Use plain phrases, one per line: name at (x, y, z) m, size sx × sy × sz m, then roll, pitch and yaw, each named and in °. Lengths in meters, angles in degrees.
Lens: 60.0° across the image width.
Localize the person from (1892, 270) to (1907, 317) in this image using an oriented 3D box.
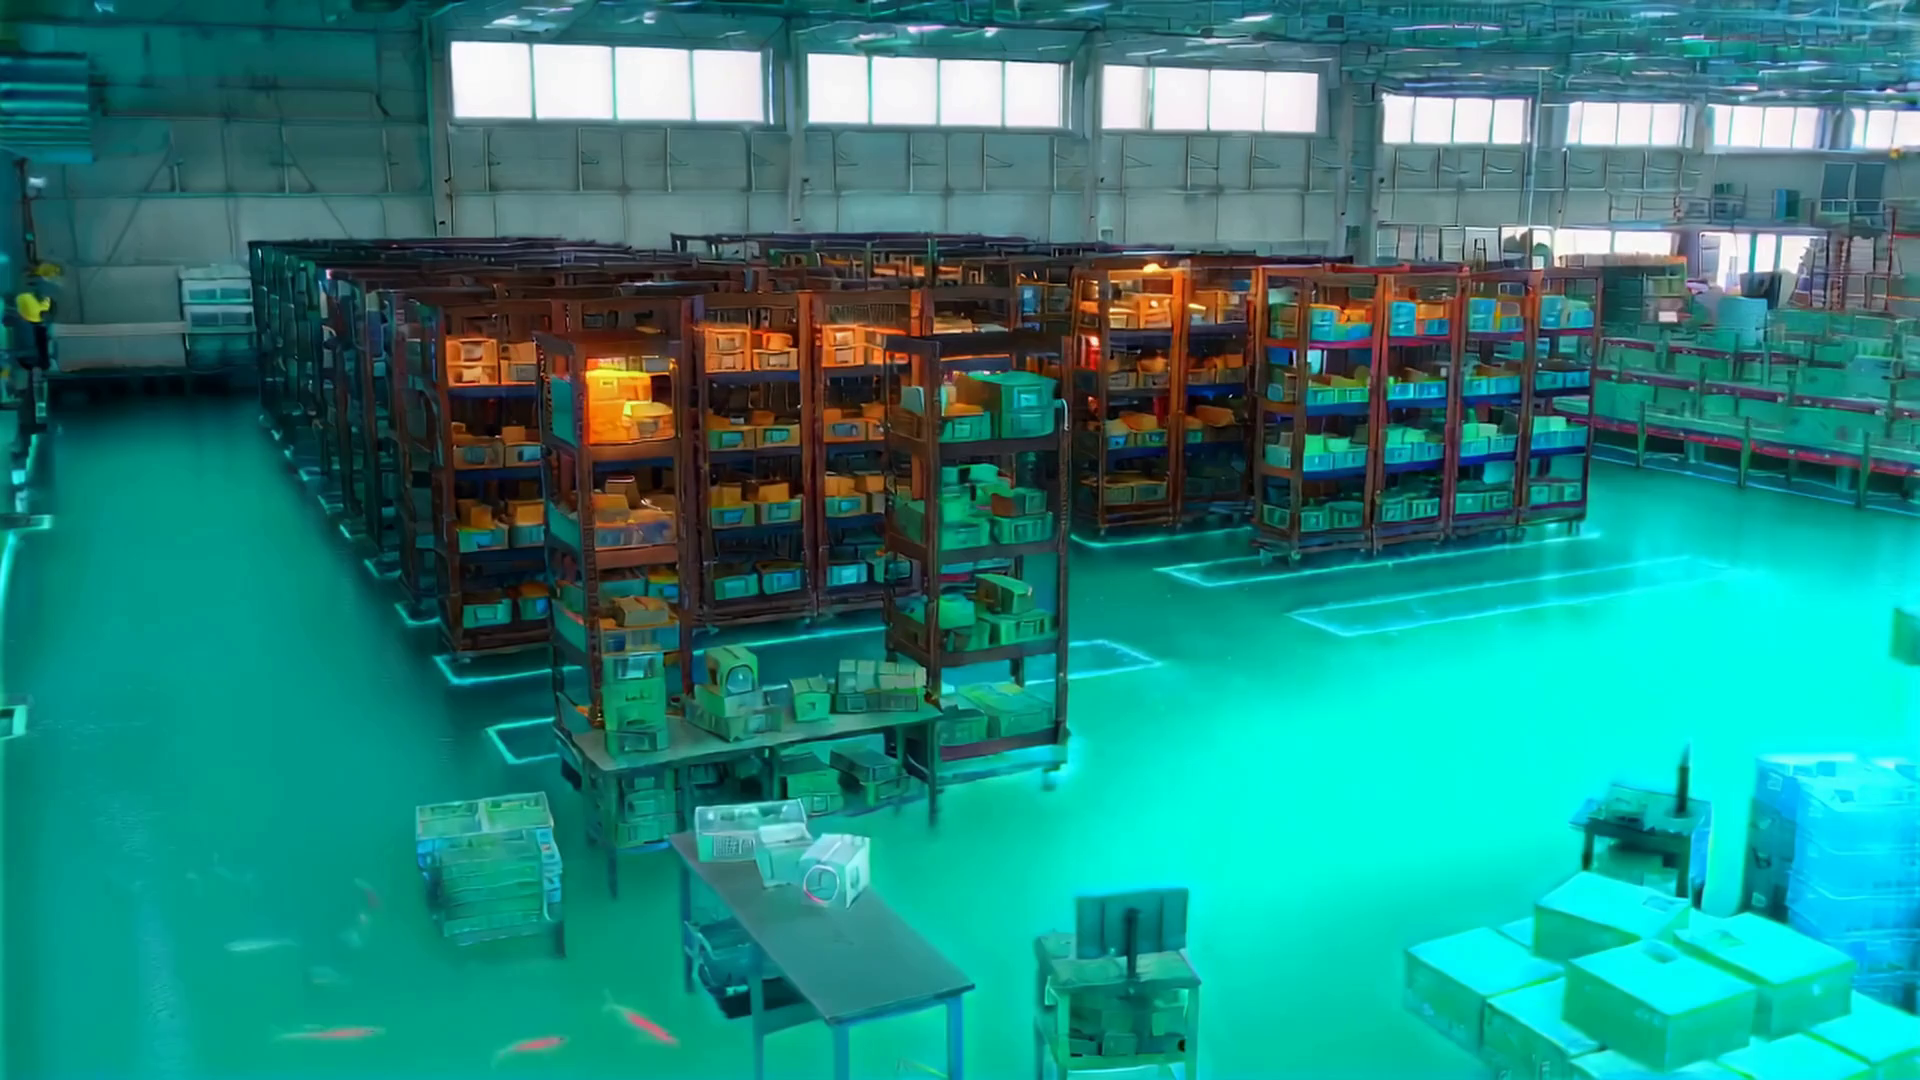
person at (33.189, -8.657, 58.717) m, size 0.492 × 1.721 × 0.616 m, roll -7°, pitch 14°, yaw -29°

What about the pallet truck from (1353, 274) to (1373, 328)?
pallet truck at (13.011, -8.050, 55.243) m, size 0.823 × 1.965 × 1.885 m, roll -7°, pitch 14°, yaw -28°

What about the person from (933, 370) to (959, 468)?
person at (-0.270, -1.725, 25.660) m, size 0.713 × 1.999 × 0.665 m, roll -1°, pitch 12°, yaw -4°
